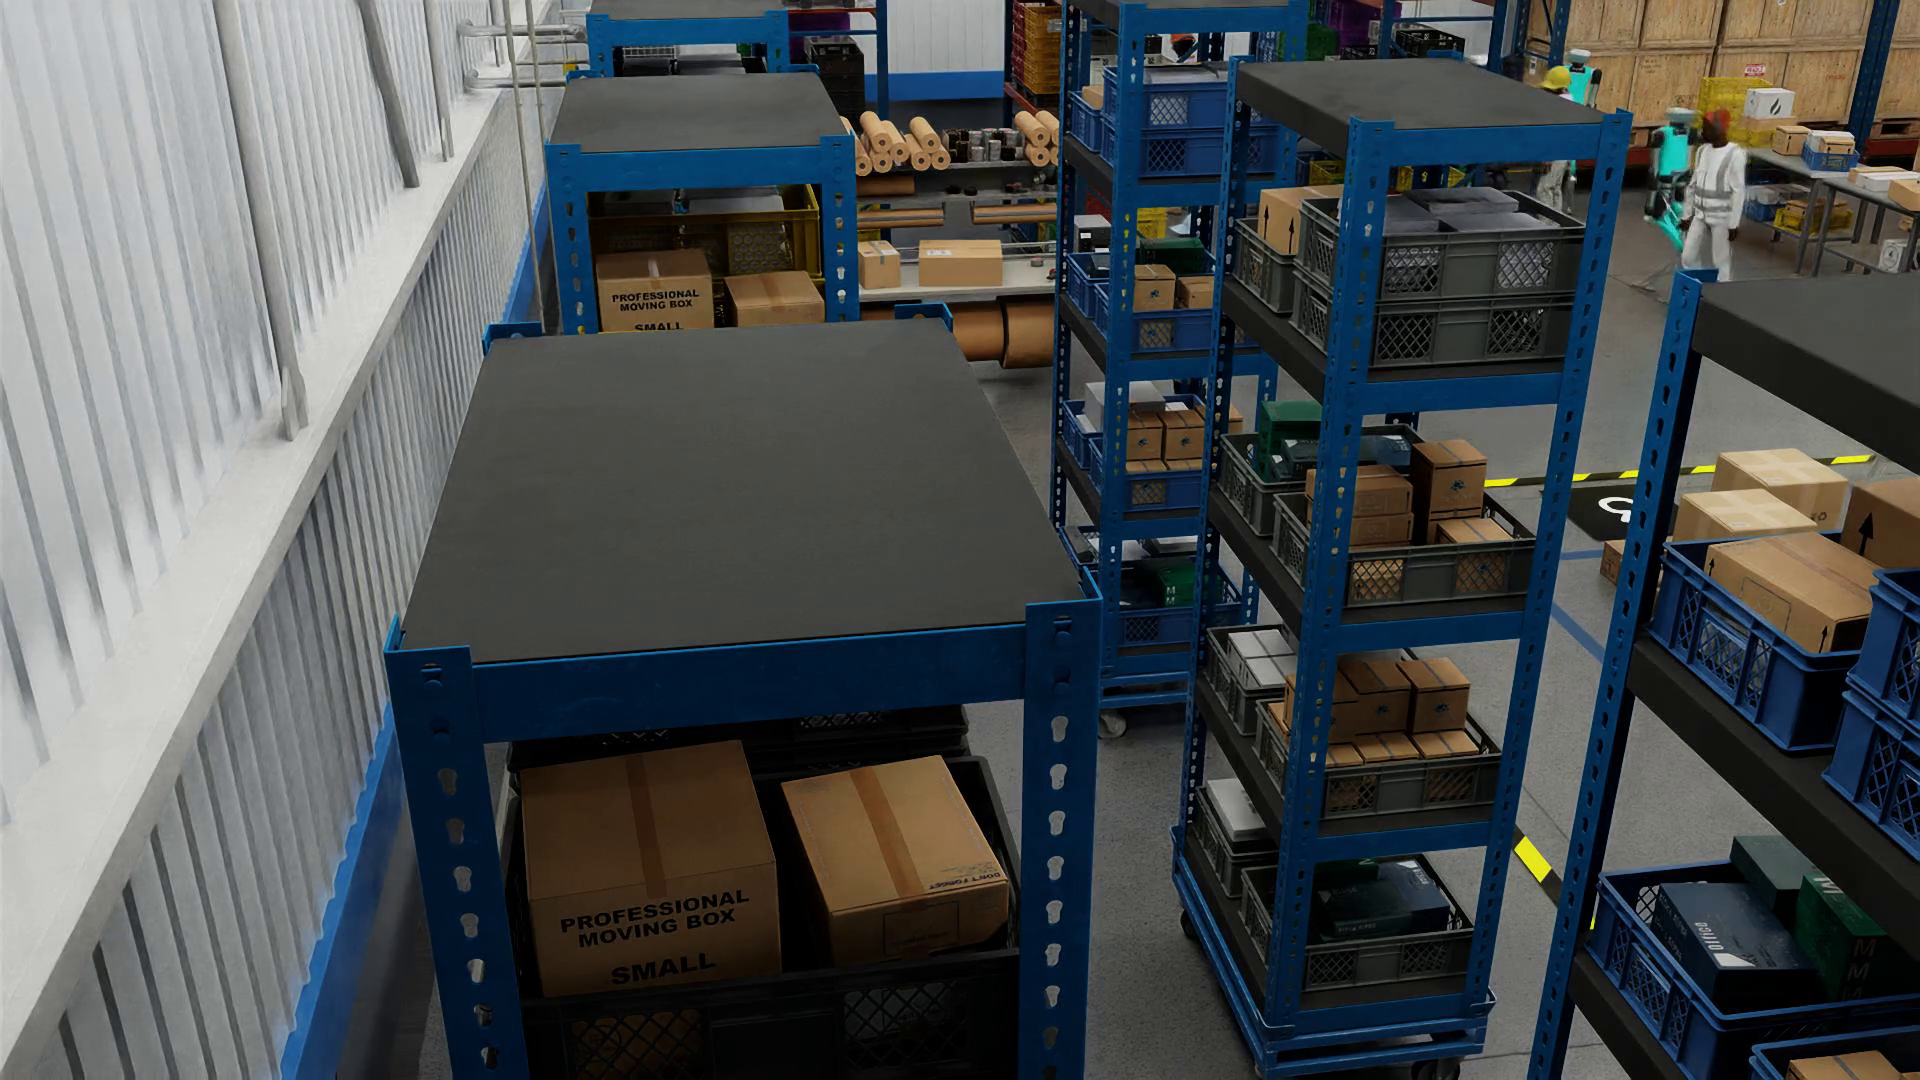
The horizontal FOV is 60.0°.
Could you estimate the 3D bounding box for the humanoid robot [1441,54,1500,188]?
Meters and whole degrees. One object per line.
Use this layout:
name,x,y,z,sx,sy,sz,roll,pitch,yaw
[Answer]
humanoid robot,5.379,-4.409,18.063,0.544,1.748,0.681,-12,27,-25

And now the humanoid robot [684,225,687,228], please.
humanoid robot,-2.322,-2.993,15.101,0.599,1.657,0.315,-1,25,-1

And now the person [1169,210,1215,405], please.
person,1.541,-1.316,11.265,0.371,1.852,0.588,-5,25,-11

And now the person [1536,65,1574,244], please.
person,6.063,-3.933,17.006,0.410,1.809,0.652,7,26,14

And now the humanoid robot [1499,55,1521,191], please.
humanoid robot,6.078,-4.519,18.444,0.420,1.640,0.615,18,30,34

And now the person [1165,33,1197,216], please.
person,2.388,-4.570,18.124,0.607,2.034,0.400,-22,33,-39

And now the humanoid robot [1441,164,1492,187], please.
humanoid robot,5.227,-3.915,17.075,0.552,1.767,0.872,-2,25,-5

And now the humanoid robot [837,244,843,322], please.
humanoid robot,-1.118,-2.331,13.647,0.583,1.818,0.620,21,32,37

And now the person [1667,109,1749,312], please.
person,6.638,-2.823,14.545,0.464,1.853,0.619,-9,26,-18

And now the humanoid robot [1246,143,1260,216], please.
humanoid robot,3.266,-4.403,18.198,0.335,1.642,0.591,-2,25,-4

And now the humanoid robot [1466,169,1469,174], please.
humanoid robot,5.447,-4.058,17.433,0.340,1.655,0.609,16,29,31

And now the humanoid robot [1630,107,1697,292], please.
humanoid robot,6.548,-2.961,14.999,0.532,1.753,0.924,-11,27,-23

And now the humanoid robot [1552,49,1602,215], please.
humanoid robot,6.571,-4.388,17.995,0.542,1.732,0.692,7,26,15

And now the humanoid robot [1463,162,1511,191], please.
humanoid robot,5.271,-3.687,16.617,0.603,1.651,0.322,-16,29,-31

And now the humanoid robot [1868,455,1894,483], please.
humanoid robot,6.393,-1.072,10.888,0.823,1.797,0.543,-11,27,-22
